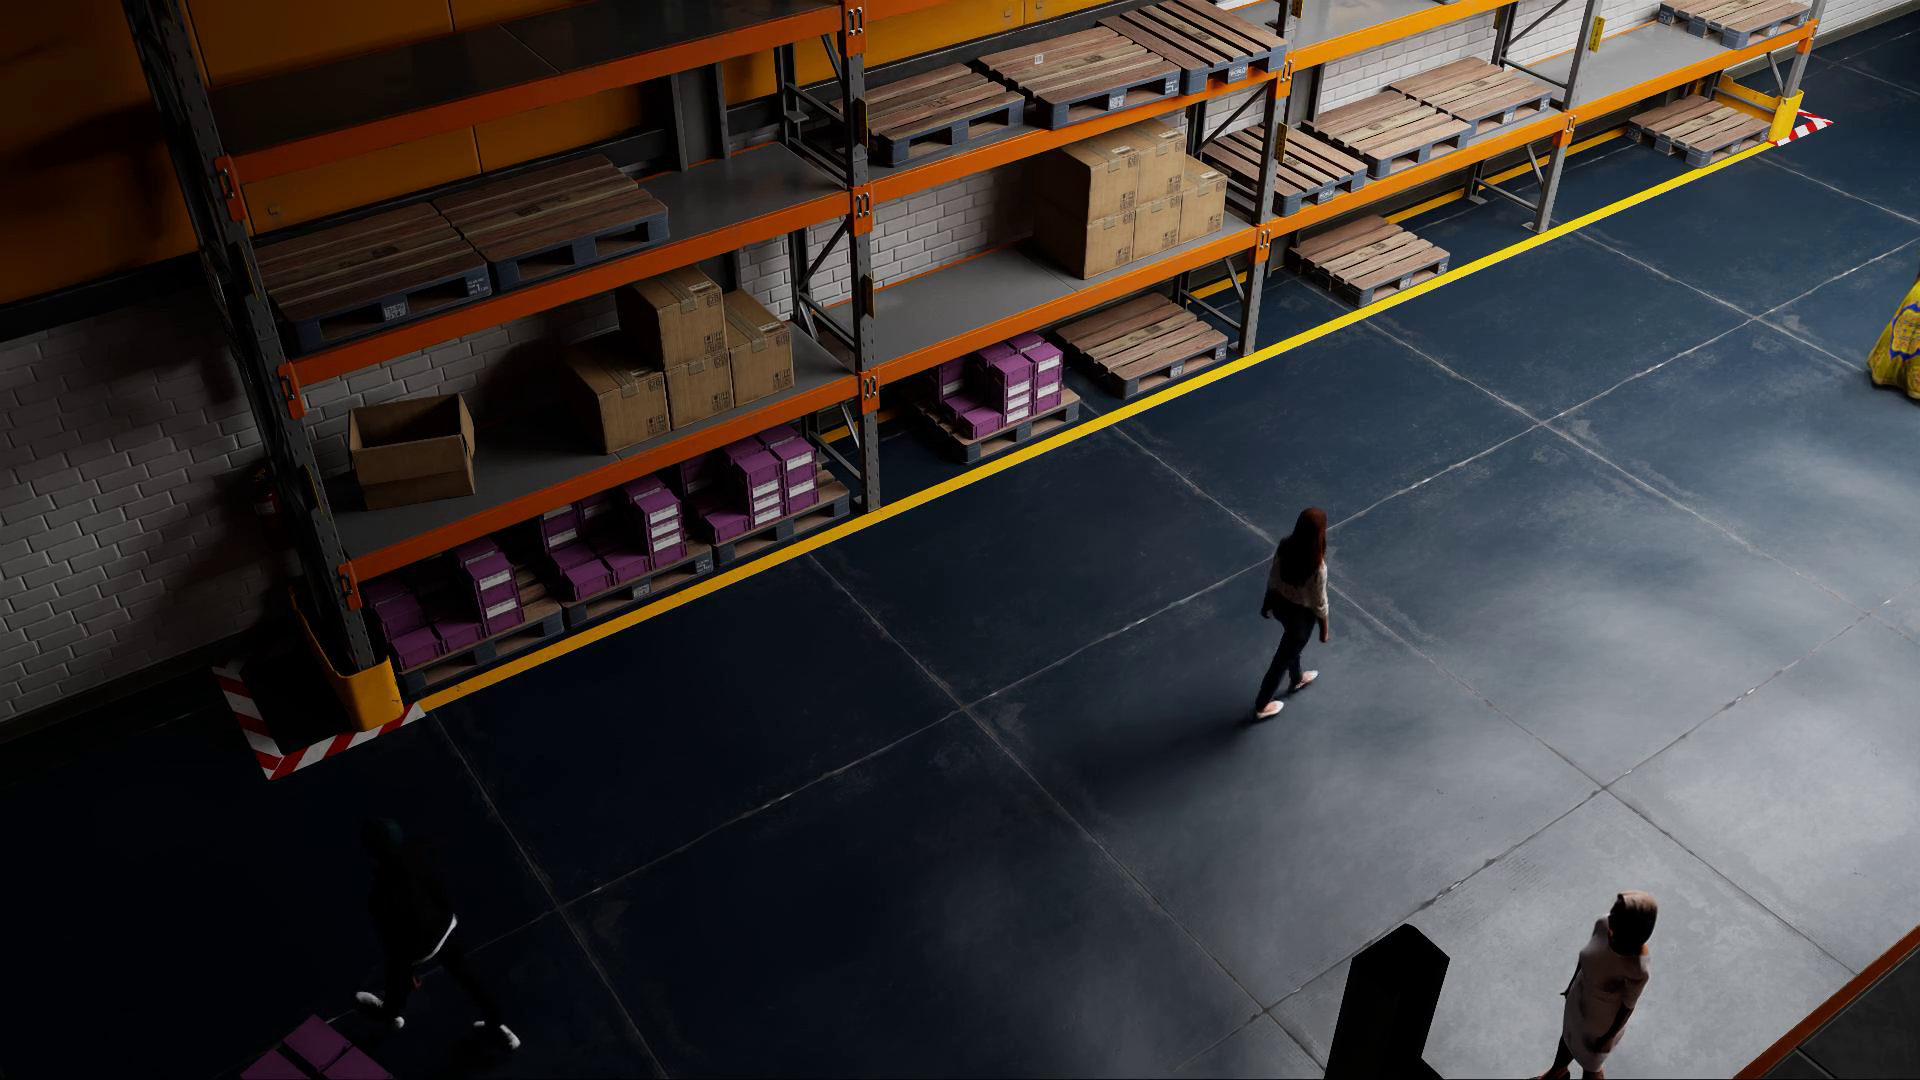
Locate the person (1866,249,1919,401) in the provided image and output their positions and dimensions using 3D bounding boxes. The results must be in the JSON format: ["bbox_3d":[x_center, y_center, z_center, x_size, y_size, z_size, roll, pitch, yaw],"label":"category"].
[{"bbox_3d":[8.206,-1.971,14.012,0.729,1.659,0.823,-23,44,-27],"label":"person"}]

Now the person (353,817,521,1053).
[{"bbox_3d":[-2.755,2.127,8.794,1.148,1.768,1.251,17,41,20],"label":"person"}]

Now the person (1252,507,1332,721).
[{"bbox_3d":[2.110,0.516,10.858,0.885,1.710,0.656,-19,42,-22],"label":"person"}]

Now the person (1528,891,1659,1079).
[{"bbox_3d":[3.257,2.380,8.489,0.618,1.752,0.627,-9,39,-11],"label":"person"}]
